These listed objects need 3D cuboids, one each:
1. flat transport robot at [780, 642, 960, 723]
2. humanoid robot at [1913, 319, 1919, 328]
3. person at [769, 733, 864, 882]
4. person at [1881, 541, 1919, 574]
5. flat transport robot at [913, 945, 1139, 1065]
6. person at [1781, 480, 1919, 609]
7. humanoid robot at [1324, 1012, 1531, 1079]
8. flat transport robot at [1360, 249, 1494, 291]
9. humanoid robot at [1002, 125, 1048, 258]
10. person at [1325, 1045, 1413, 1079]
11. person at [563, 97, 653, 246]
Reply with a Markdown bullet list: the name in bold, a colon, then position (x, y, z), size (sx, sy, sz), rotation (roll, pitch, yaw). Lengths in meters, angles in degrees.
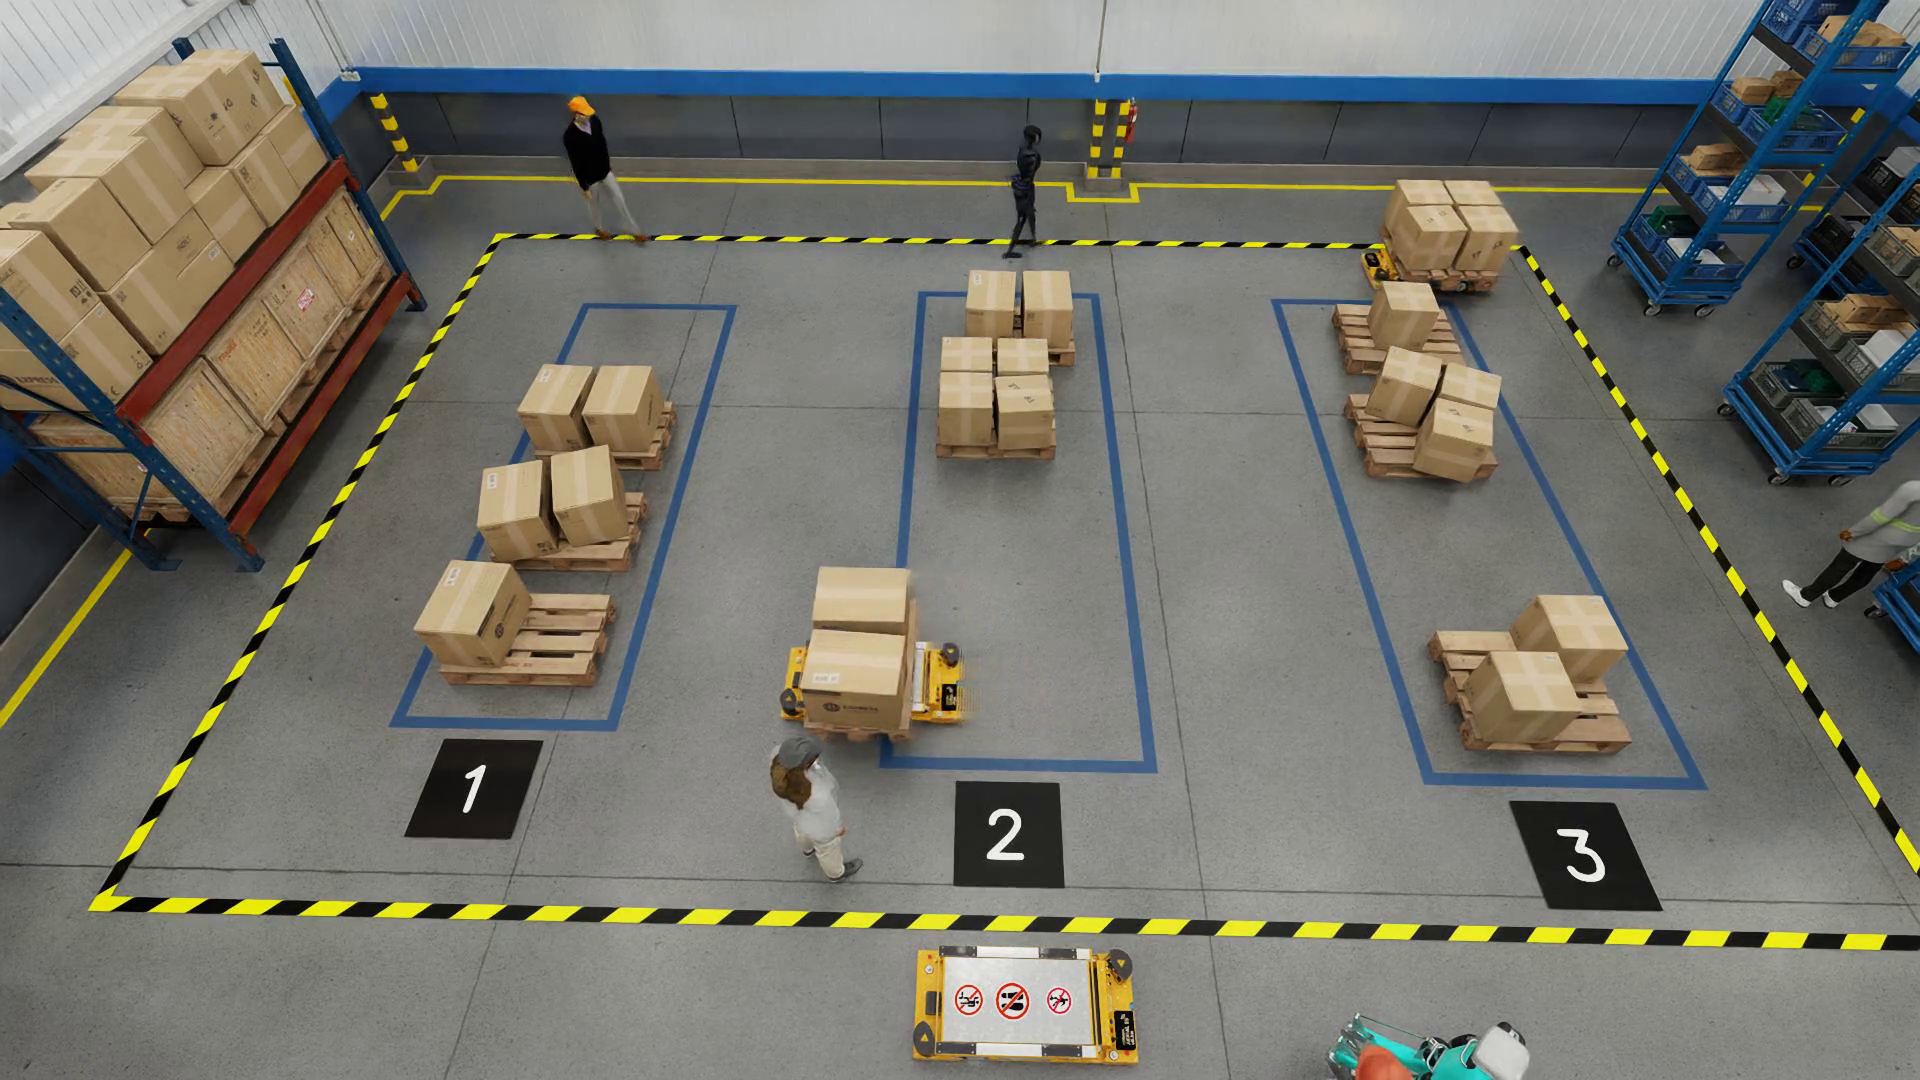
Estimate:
- **flat transport robot**: position (-0.723, 1.153, 7.528), size (1.431, 0.197, 0.652), rotation (1, 51, 1)
- **humanoid robot**: position (10.426, -2.467, 9.605), size (0.587, 1.641, 0.492), rotation (0, 51, 0)
- **person**: position (-0.979, 1.783, 6.063), size (0.394, 1.769, 0.561), rotation (-37, 60, -26)
- **person**: position (8.696, -0.236, 7.603), size (0.363, 1.936, 0.630), rotation (-21, 54, -16)
- **flat transport robot**: position (0.422, 3.041, 6.007), size (1.431, 0.231, 0.659), rotation (1, 51, 1)
- **person**: position (7.617, -0.069, 7.520), size (0.589, 1.852, 0.365), rotation (4, 51, 3)
- **humanoid robot**: position (2.450, 2.864, 5.114), size (0.533, 1.681, 0.735), rotation (-36, 59, -26)
- **flat transport robot**: position (5.702, -3.317, 11.172), size (1.431, 0.197, 0.652), rotation (1, 51, 1)
- **humanoid robot**: position (0.838, -4.149, 10.970), size (0.646, 1.632, 0.615), rotation (-7, 51, -6)
- **person**: position (1.929, 3.061, 4.847), size (0.609, 2.042, 0.392), rotation (5, 51, 4)
- **person**: position (-4.318, -4.383, 11.048), size (0.970, 1.827, 0.620), rotation (25, 55, 19)
